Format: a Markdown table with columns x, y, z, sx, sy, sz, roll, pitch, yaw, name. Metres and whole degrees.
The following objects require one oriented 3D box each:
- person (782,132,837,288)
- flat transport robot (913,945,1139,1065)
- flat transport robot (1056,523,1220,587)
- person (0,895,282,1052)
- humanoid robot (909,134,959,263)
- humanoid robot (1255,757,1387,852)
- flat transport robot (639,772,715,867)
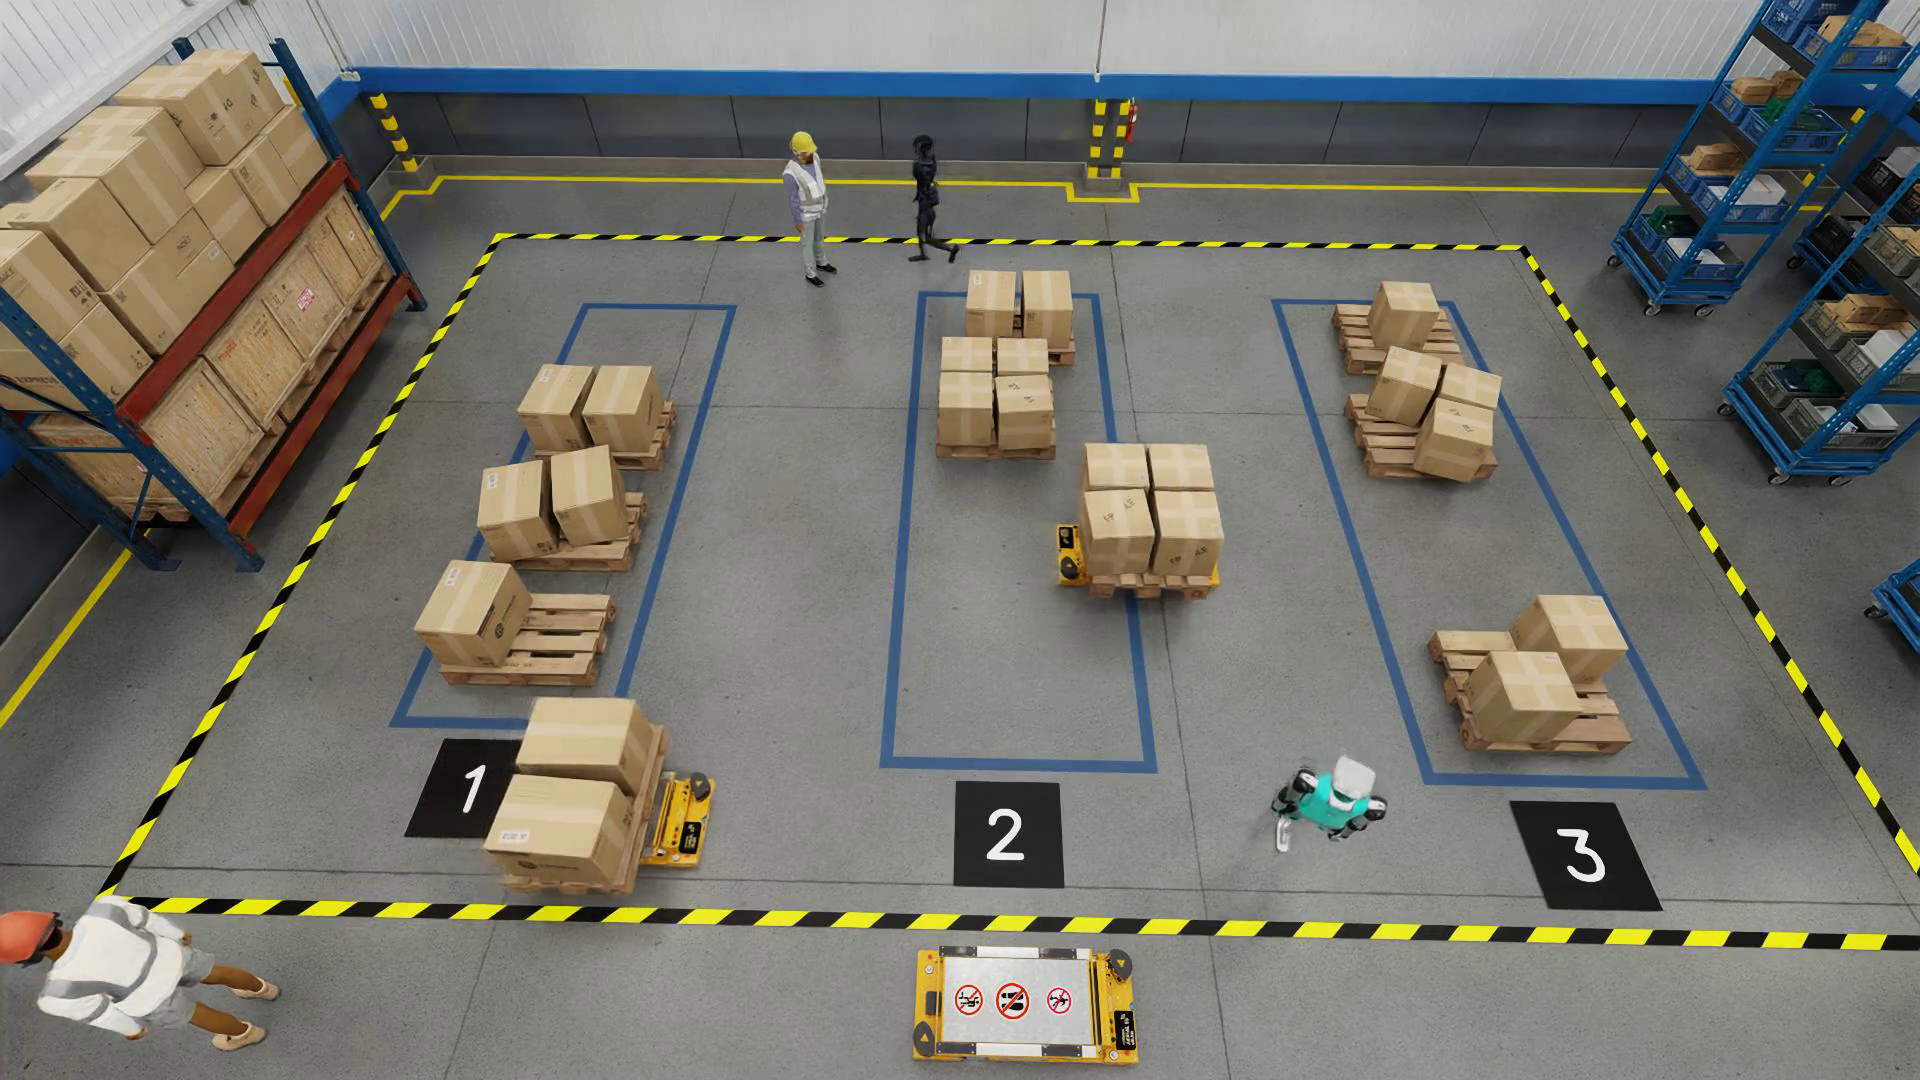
| x | y | z | sx | sy | sz | roll | pitch | yaw | name |
| --- | --- | --- | --- | --- | --- | --- | --- | --- | --- |
| -1.721 | -3.821 | 10.591 | 0.404 | 1.831 | 0.599 | 21 | 54 | 16 | person |
| 0.422 | 3.041 | 6.007 | 1.431 | 0.231 | 0.659 | 1 | 51 | 1 | flat transport robot |
| 1.618 | 0.105 | 8.382 | 1.431 | 0.197 | 0.652 | 1 | 51 | 1 | flat transport robot |
| -4.693 | 2.531 | 5.282 | 0.382 | 2.040 | 0.604 | -2 | 51 | -2 | person |
| -0.334 | -4.022 | 10.858 | 0.552 | 1.637 | 0.600 | -7 | 51 | -6 | humanoid robot |
| 2.385 | 1.733 | 6.155 | 0.543 | 1.815 | 0.818 | 19 | 53 | 15 | humanoid robot |
| -2.605 | 2.053 | 6.794 | 1.431 | 0.197 | 0.652 | 1 | 51 | 1 | flat transport robot |
